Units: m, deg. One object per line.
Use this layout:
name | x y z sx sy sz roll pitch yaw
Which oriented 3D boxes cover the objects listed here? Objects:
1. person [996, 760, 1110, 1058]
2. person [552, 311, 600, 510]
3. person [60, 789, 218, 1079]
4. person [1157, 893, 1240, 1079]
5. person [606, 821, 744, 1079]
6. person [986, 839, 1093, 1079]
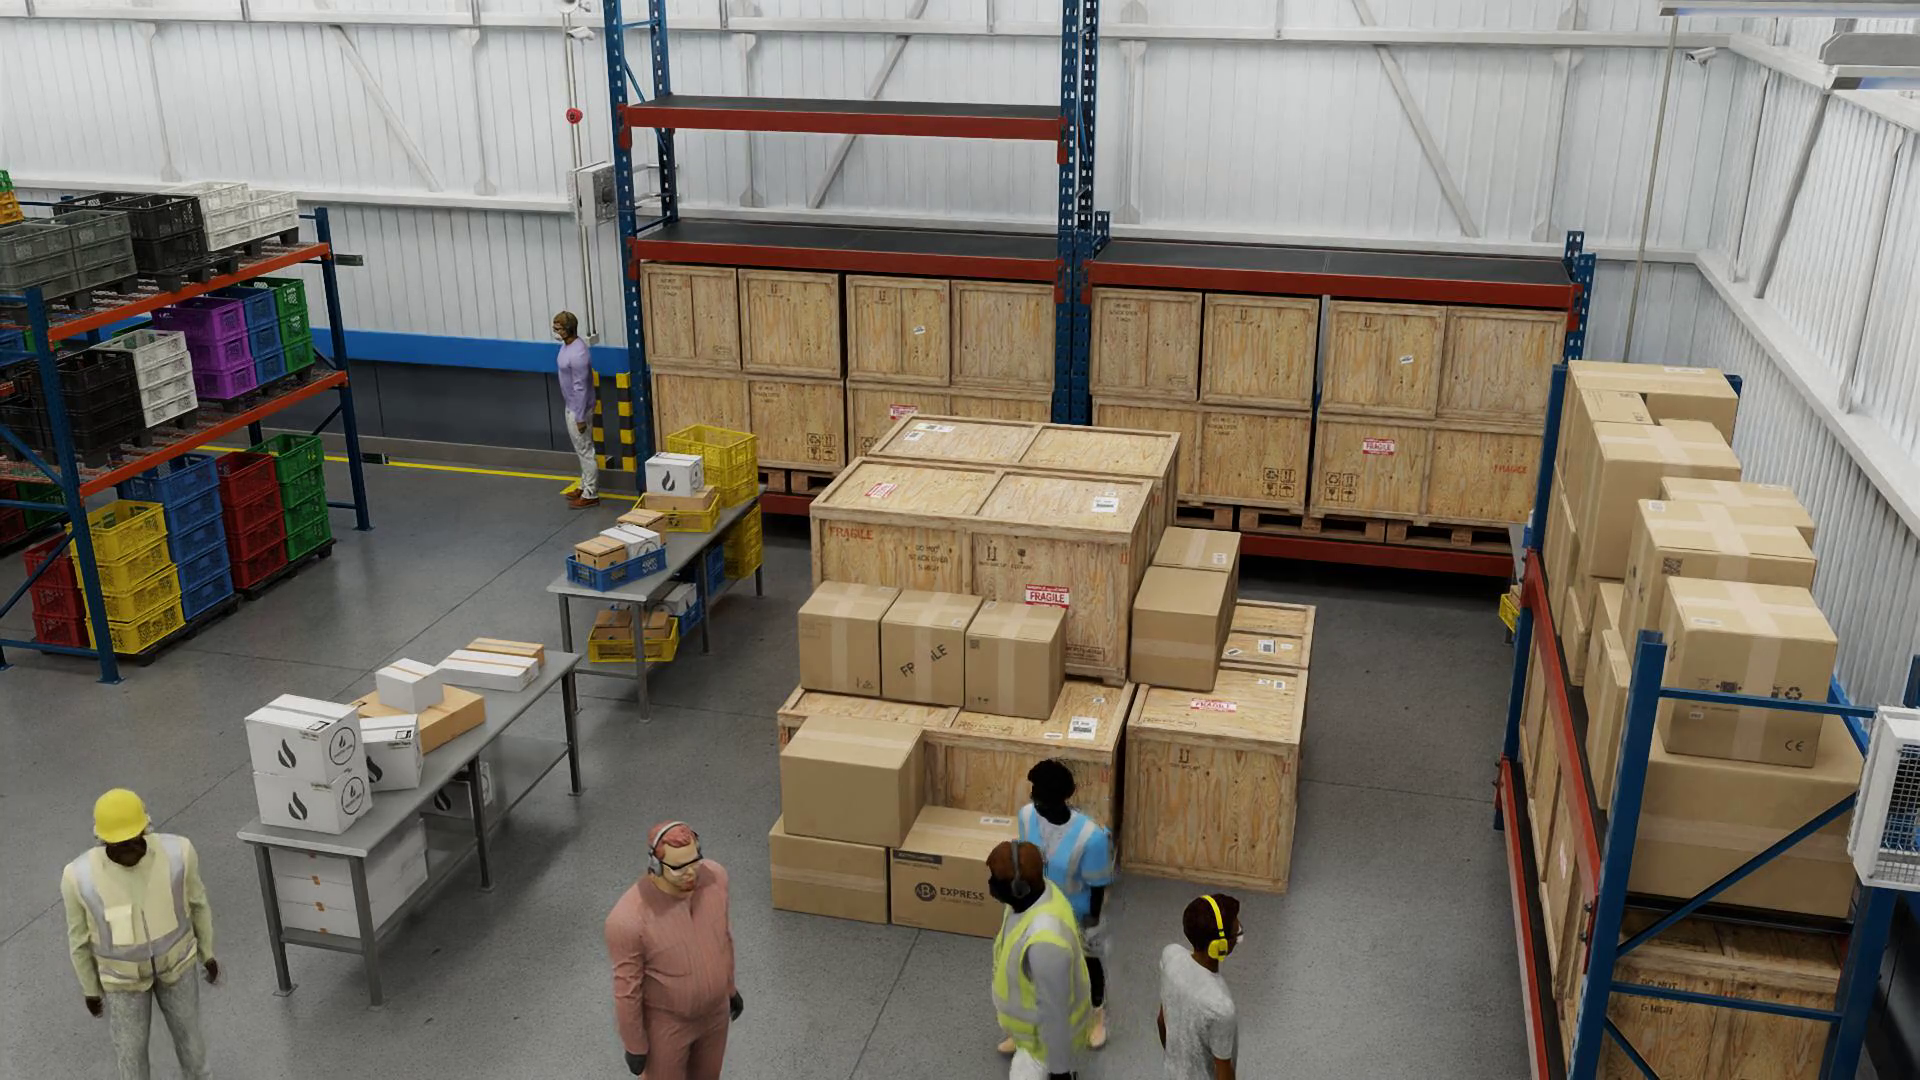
person | 0.516 1.830 8.289 0.548 1.662 0.577 14 25 32
person | -3.680 -1.260 16.001 0.374 1.933 0.625 -7 22 -19
person | -3.759 1.965 7.697 0.598 1.830 0.404 -15 25 -33
person | 0.998 2.273 6.843 0.328 1.868 0.512 -10 23 -24
person | -1.203 2.077 7.300 0.403 1.906 0.651 17 27 37
person | 0.344 2.131 7.291 0.464 1.814 0.644 -1 21 -3
